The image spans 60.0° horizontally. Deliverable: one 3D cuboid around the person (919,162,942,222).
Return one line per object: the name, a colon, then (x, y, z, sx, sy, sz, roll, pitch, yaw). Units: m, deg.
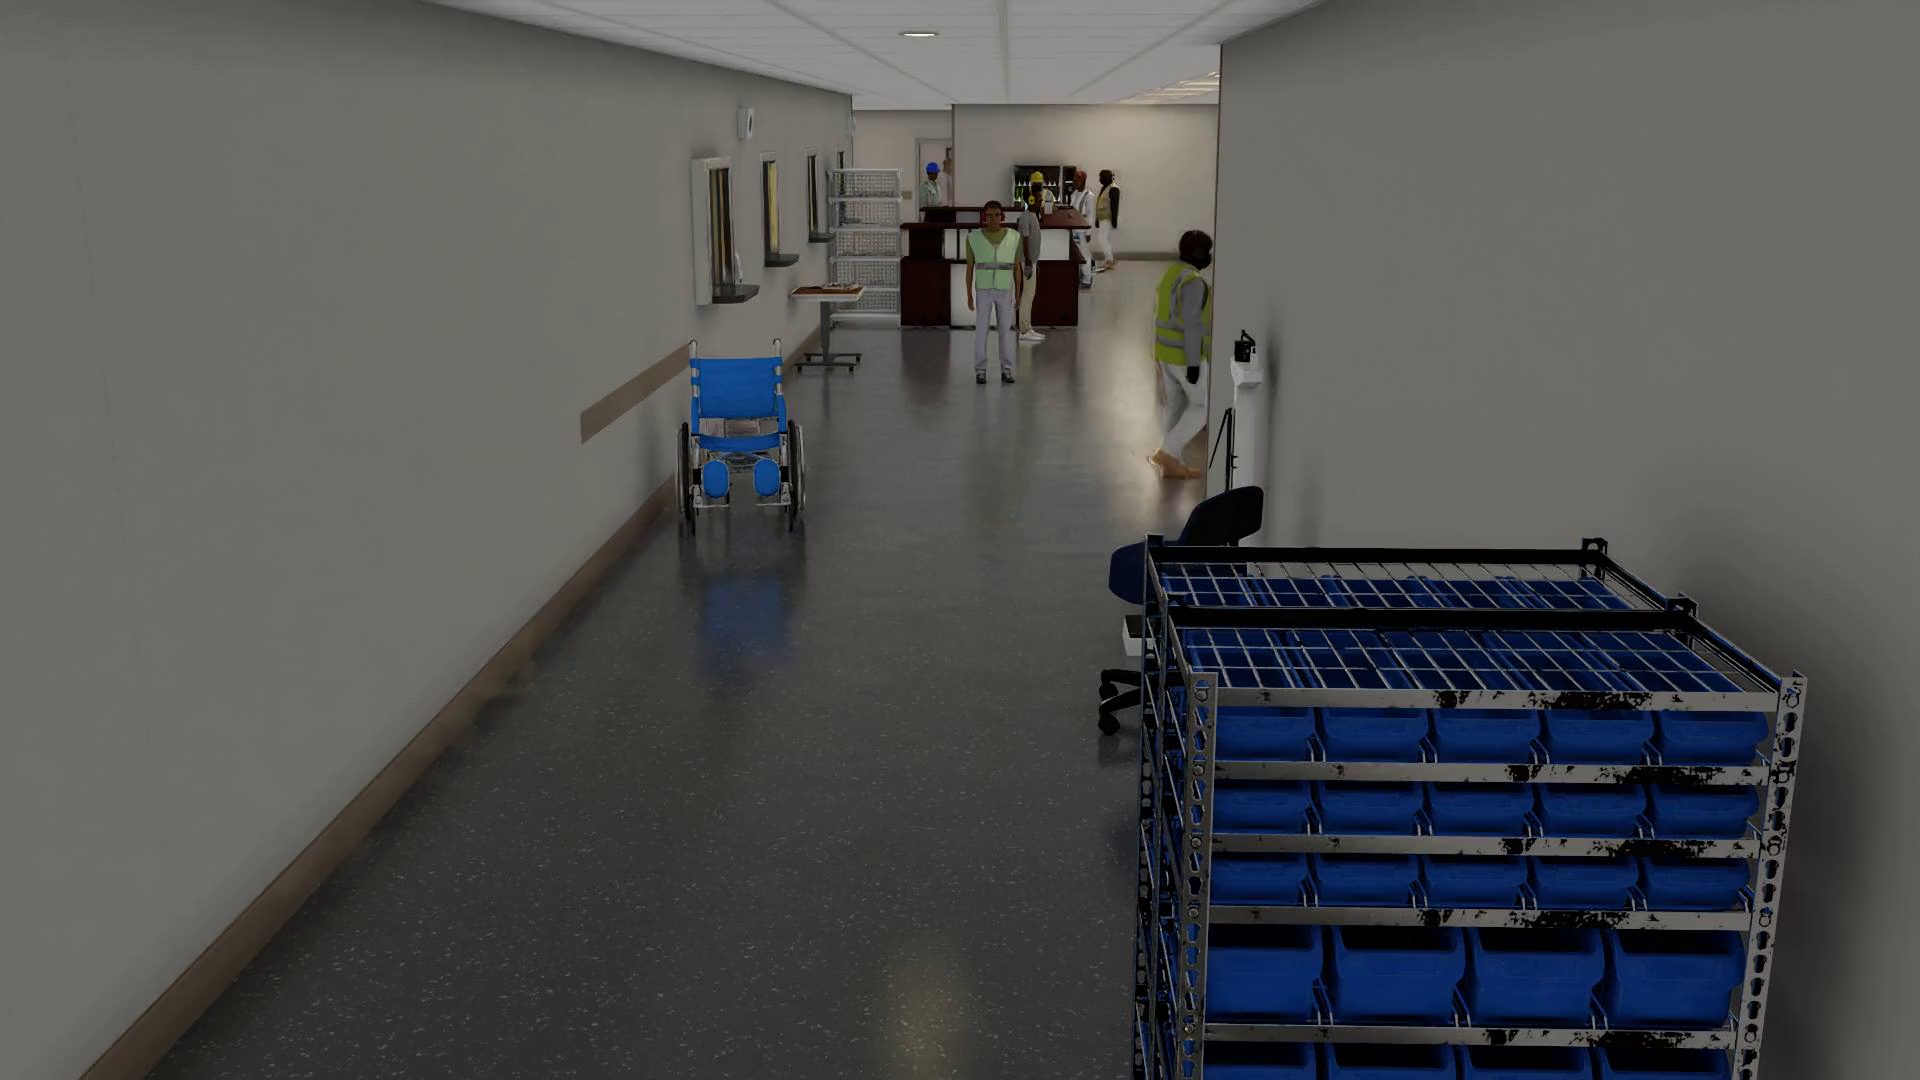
person: (-0.517, -5.907, 30.390, 0.388, 1.947, 0.613, 8, 16, 28)

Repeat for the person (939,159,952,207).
person: (-0.250, -7.412, 36.584, 0.409, 1.907, 0.650, 2, 14, 9)

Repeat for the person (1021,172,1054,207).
person: (1.339, -5.445, 28.783, 0.603, 1.825, 0.403, 2, 14, 7)

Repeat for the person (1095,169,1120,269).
person: (2.671, -5.857, 30.447, 0.459, 1.825, 0.656, -5, 15, -18)

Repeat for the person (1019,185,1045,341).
person: (0.876, -3.371, 20.255, 0.323, 1.876, 0.528, 3, 14, 11)

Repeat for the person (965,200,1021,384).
person: (0.333, -2.503, 16.813, 0.561, 1.838, 0.388, -2, 14, -9)

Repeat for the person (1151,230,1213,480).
person: (1.629, -1.320, 12.040, 0.432, 1.821, 0.641, -3, 14, -12)

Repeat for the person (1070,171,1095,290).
person: (1.950, -4.978, 26.771, 0.352, 1.880, 0.581, -6, 15, -23)
